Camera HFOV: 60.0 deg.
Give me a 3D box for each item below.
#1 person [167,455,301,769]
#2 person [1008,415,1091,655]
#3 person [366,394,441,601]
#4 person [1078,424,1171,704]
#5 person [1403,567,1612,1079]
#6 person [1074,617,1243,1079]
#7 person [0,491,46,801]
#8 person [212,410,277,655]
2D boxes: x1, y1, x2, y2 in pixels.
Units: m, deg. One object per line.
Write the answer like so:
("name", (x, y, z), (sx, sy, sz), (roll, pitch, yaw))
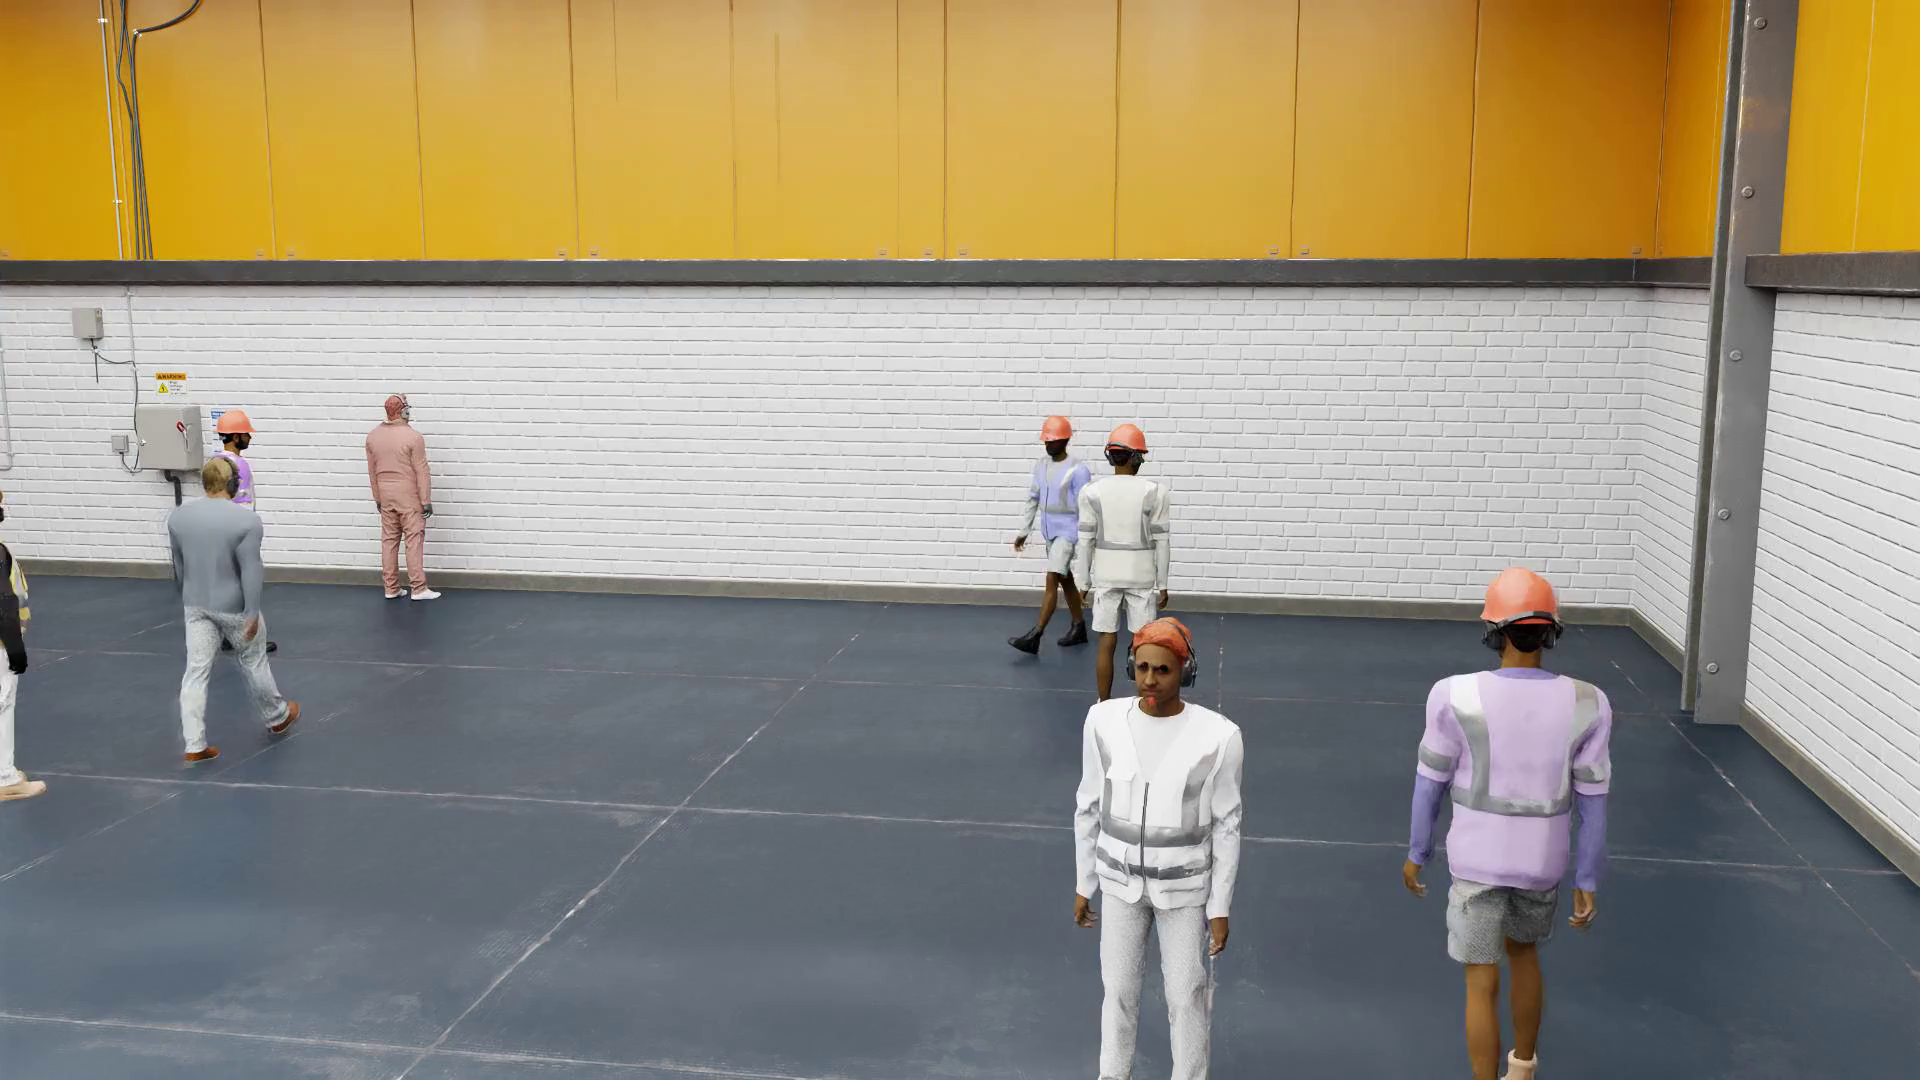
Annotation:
("person", (-4.595, 0.411, 10.436), (0.655, 1.884, 1.021), (1, 9, 6))
("person", (0.697, -0.038, 13.179), (0.982, 1.890, 0.558), (-7, 11, -36))
("person", (-5.112, -0.388, 15.292), (0.641, 1.913, 0.407), (3, 10, 21))
("person", (1.078, 0.257, 10.922), (0.605, 2.038, 0.394), (2, 9, 13))
("person", (1.886, 1.098, 5.803), (0.624, 2.022, 0.641), (0, 9, 1))
("person", (0.657, 1.191, 5.643), (0.576, 1.882, 0.355), (4, 10, 22))
("person", (-5.564, 0.580, 9.567), (0.639, 1.840, 0.459), (6, 11, 35))
("person", (-5.726, -0.064, 13.205), (0.547, 1.938, 0.379), (8, 12, 42))
